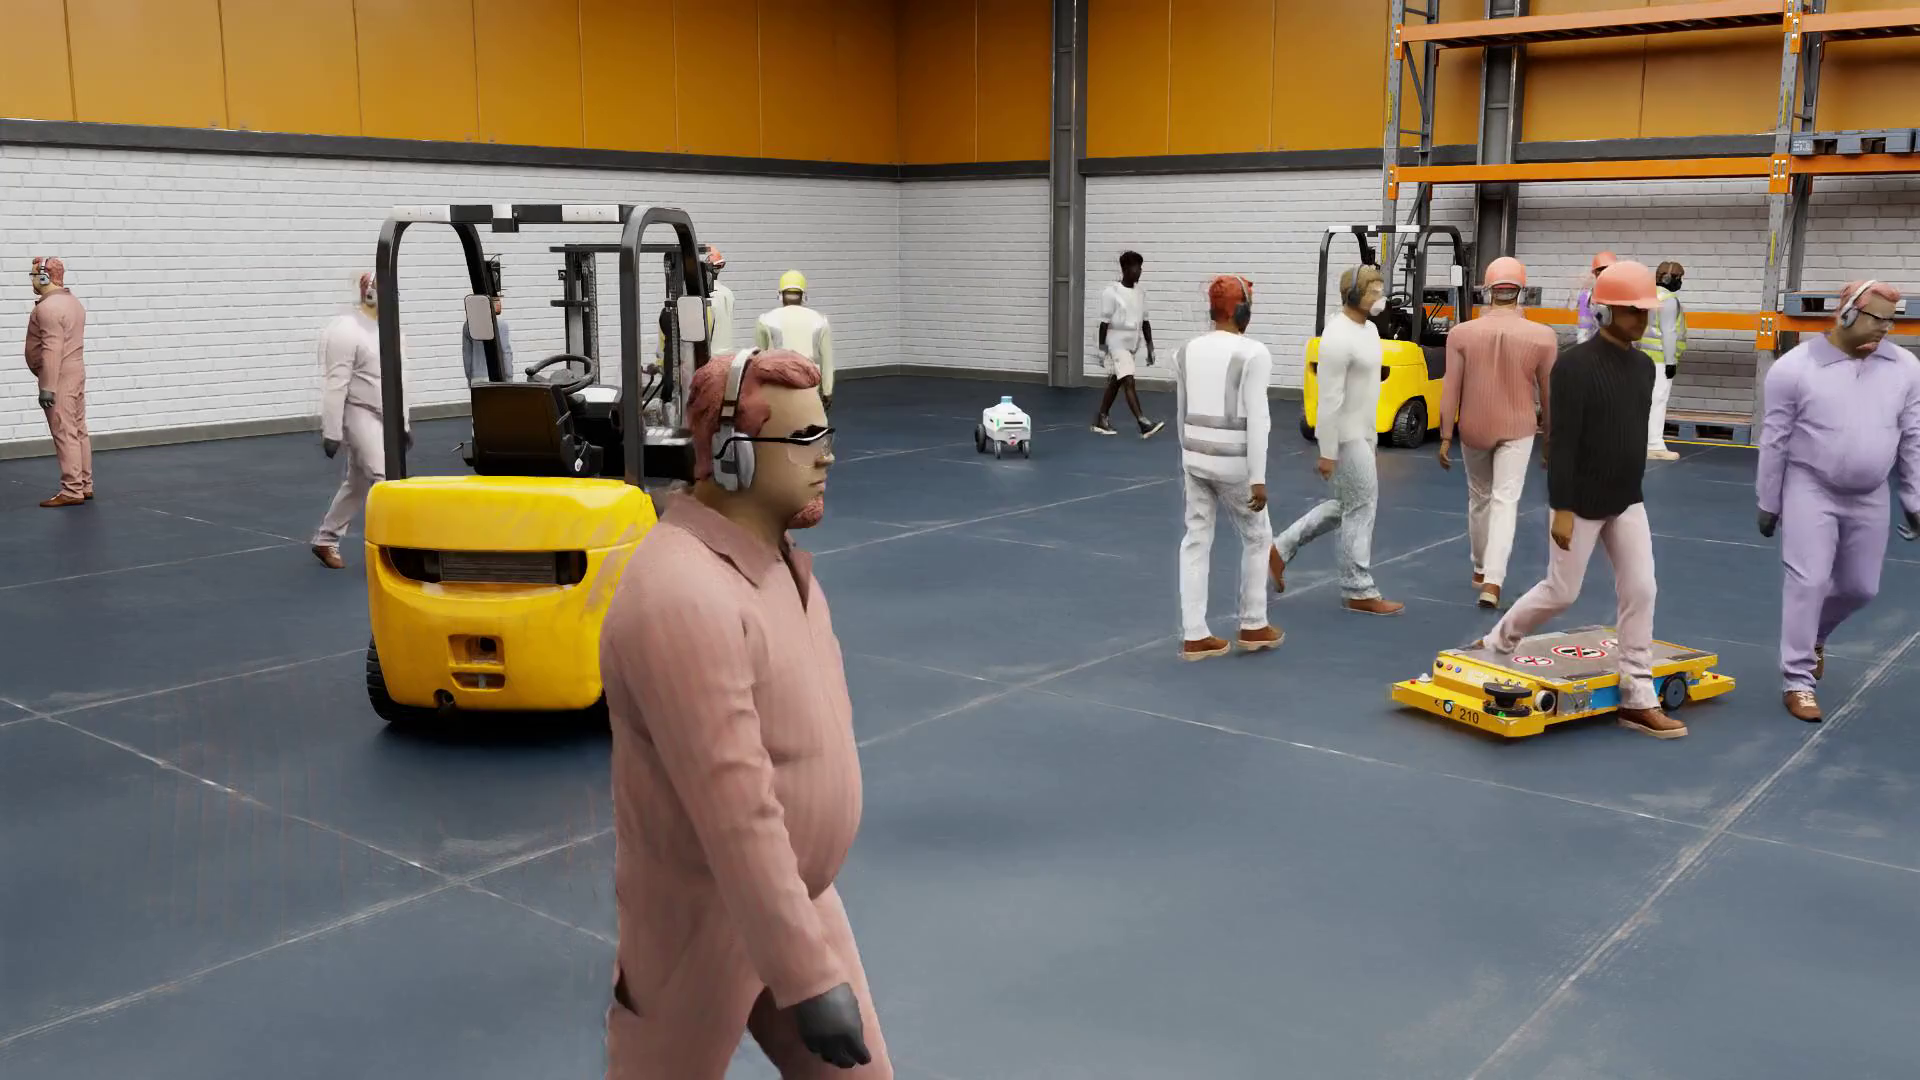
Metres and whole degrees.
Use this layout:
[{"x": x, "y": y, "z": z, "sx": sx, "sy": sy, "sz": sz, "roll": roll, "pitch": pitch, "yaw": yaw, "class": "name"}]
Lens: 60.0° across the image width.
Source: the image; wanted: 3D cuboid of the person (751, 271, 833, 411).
[{"x": -1.346, "y": -1.220, "z": 13.153, "sx": 0.605, "sy": 1.782, "sz": 0.894, "roll": -4, "pitch": 11, "yaw": -20, "class": "person"}]

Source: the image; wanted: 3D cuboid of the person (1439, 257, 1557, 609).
[{"x": 3.031, "y": -0.610, "z": 9.360, "sx": 0.644, "sy": 1.949, "sz": 1.036, "roll": 4, "pitch": 11, "yaw": 22, "class": "person"}]

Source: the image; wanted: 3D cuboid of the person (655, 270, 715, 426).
[{"x": -2.211, "y": -1.272, "z": 13.307, "sx": 0.429, "sy": 1.840, "sz": 0.633, "roll": 4, "pitch": 11, "yaw": 21, "class": "person"}]

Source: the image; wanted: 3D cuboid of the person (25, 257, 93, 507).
[{"x": -6.943, "y": -1.213, "z": 12.794, "sx": 0.408, "sy": 1.908, "sz": 0.646, "roll": -2, "pitch": 10, "yaw": -12, "class": "person"}]

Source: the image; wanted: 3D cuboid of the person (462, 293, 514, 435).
[{"x": -4.114, "y": -1.395, "z": 14.557, "sx": 0.500, "sy": 1.634, "sz": 0.286, "roll": 5, "pitch": 11, "yaw": 25, "class": "person"}]

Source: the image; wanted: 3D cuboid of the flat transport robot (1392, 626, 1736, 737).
[{"x": 2.664, "y": 0.595, "z": 7.305, "sx": 1.431, "sy": 0.197, "sz": 0.652, "roll": -6, "pitch": 12, "yaw": -29, "class": "flat transport robot"}]

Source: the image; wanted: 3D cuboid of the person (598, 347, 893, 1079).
[{"x": -0.274, "y": 0.620, "z": 2.774, "sx": 0.993, "sy": 1.856, "sz": 0.642, "roll": 2, "pitch": 11, "yaw": 13, "class": "person"}]

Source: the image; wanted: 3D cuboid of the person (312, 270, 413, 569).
[{"x": -3.663, "y": -0.716, "z": 10.192, "sx": 0.914, "sy": 1.864, "sz": 0.647, "roll": 1, "pitch": 10, "yaw": 7, "class": "person"}]

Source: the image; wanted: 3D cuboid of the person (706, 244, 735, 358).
[{"x": -2.099, "y": -1.484, "z": 14.050, "sx": 0.375, "sy": 1.995, "sz": 0.609, "roll": 3, "pitch": 11, "yaw": 15, "class": "person"}]

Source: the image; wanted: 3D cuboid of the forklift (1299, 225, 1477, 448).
[{"x": 4.449, "y": -2.115, "z": 16.993, "sx": 1.214, "sy": 2.155, "sz": 2.313, "roll": 8, "pitch": 13, "yaw": 38, "class": "forklift"}]

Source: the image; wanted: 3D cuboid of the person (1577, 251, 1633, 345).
[{"x": 5.991, "y": -1.717, "z": 15.529, "sx": 0.541, "sy": 1.929, "sz": 0.368, "roll": -1, "pitch": 10, "yaw": -5, "class": "person"}]

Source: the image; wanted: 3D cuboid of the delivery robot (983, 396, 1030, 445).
[{"x": 0.439, "y": -1.117, "z": 15.747, "sx": 0.477, "sy": 0.478, "sz": 0.707, "roll": -2, "pitch": 10, "yaw": -9, "class": "delivery robot"}]

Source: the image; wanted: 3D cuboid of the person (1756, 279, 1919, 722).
[{"x": 3.795, "y": -0.199, "z": 7.256, "sx": 0.664, "sy": 1.875, "sz": 0.731, "roll": 0, "pitch": 10, "yaw": 1, "class": "person"}]

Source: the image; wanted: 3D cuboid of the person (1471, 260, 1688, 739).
[{"x": 2.626, "y": -0.194, "z": 7.001, "sx": 0.622, "sy": 1.958, "sz": 0.926, "roll": -6, "pitch": 12, "yaw": -29, "class": "person"}]

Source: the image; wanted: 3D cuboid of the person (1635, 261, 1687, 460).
[{"x": 6.546, "y": -1.675, "z": 15.556, "sx": 0.430, "sy": 1.837, "sz": 0.623, "roll": 0, "pitch": 10, "yaw": 2, "class": "person"}]

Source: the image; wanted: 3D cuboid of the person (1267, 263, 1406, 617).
[{"x": 2.052, "y": -0.548, "z": 9.092, "sx": 0.798, "sy": 1.921, "sz": 0.634, "roll": 5, "pitch": 11, "yaw": 26, "class": "person"}]

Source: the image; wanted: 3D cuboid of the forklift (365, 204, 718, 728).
[{"x": -1.766, "y": -0.406, "z": 7.525, "sx": 1.214, "sy": 2.155, "sz": 2.313, "roll": 1, "pitch": 10, "yaw": 7, "class": "forklift"}]

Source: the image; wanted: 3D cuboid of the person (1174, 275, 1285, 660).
[{"x": 1.355, "y": -0.355, "z": 8.151, "sx": 0.744, "sy": 1.859, "sz": 0.615, "roll": -9, "pitch": 14, "yaw": -42, "class": "person"}]

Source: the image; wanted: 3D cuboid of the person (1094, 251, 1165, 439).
[{"x": 1.752, "y": -2.004, "z": 17.140, "sx": 0.623, "sy": 1.906, "sz": 1.050, "roll": -10, "pitch": 14, "yaw": -43, "class": "person"}]

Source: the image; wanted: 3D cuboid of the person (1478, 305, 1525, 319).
[{"x": 5.097, "y": -1.680, "z": 15.798, "sx": 0.378, "sy": 1.750, "sz": 0.536, "roll": -6, "pitch": 12, "yaw": -29, "class": "person"}]
